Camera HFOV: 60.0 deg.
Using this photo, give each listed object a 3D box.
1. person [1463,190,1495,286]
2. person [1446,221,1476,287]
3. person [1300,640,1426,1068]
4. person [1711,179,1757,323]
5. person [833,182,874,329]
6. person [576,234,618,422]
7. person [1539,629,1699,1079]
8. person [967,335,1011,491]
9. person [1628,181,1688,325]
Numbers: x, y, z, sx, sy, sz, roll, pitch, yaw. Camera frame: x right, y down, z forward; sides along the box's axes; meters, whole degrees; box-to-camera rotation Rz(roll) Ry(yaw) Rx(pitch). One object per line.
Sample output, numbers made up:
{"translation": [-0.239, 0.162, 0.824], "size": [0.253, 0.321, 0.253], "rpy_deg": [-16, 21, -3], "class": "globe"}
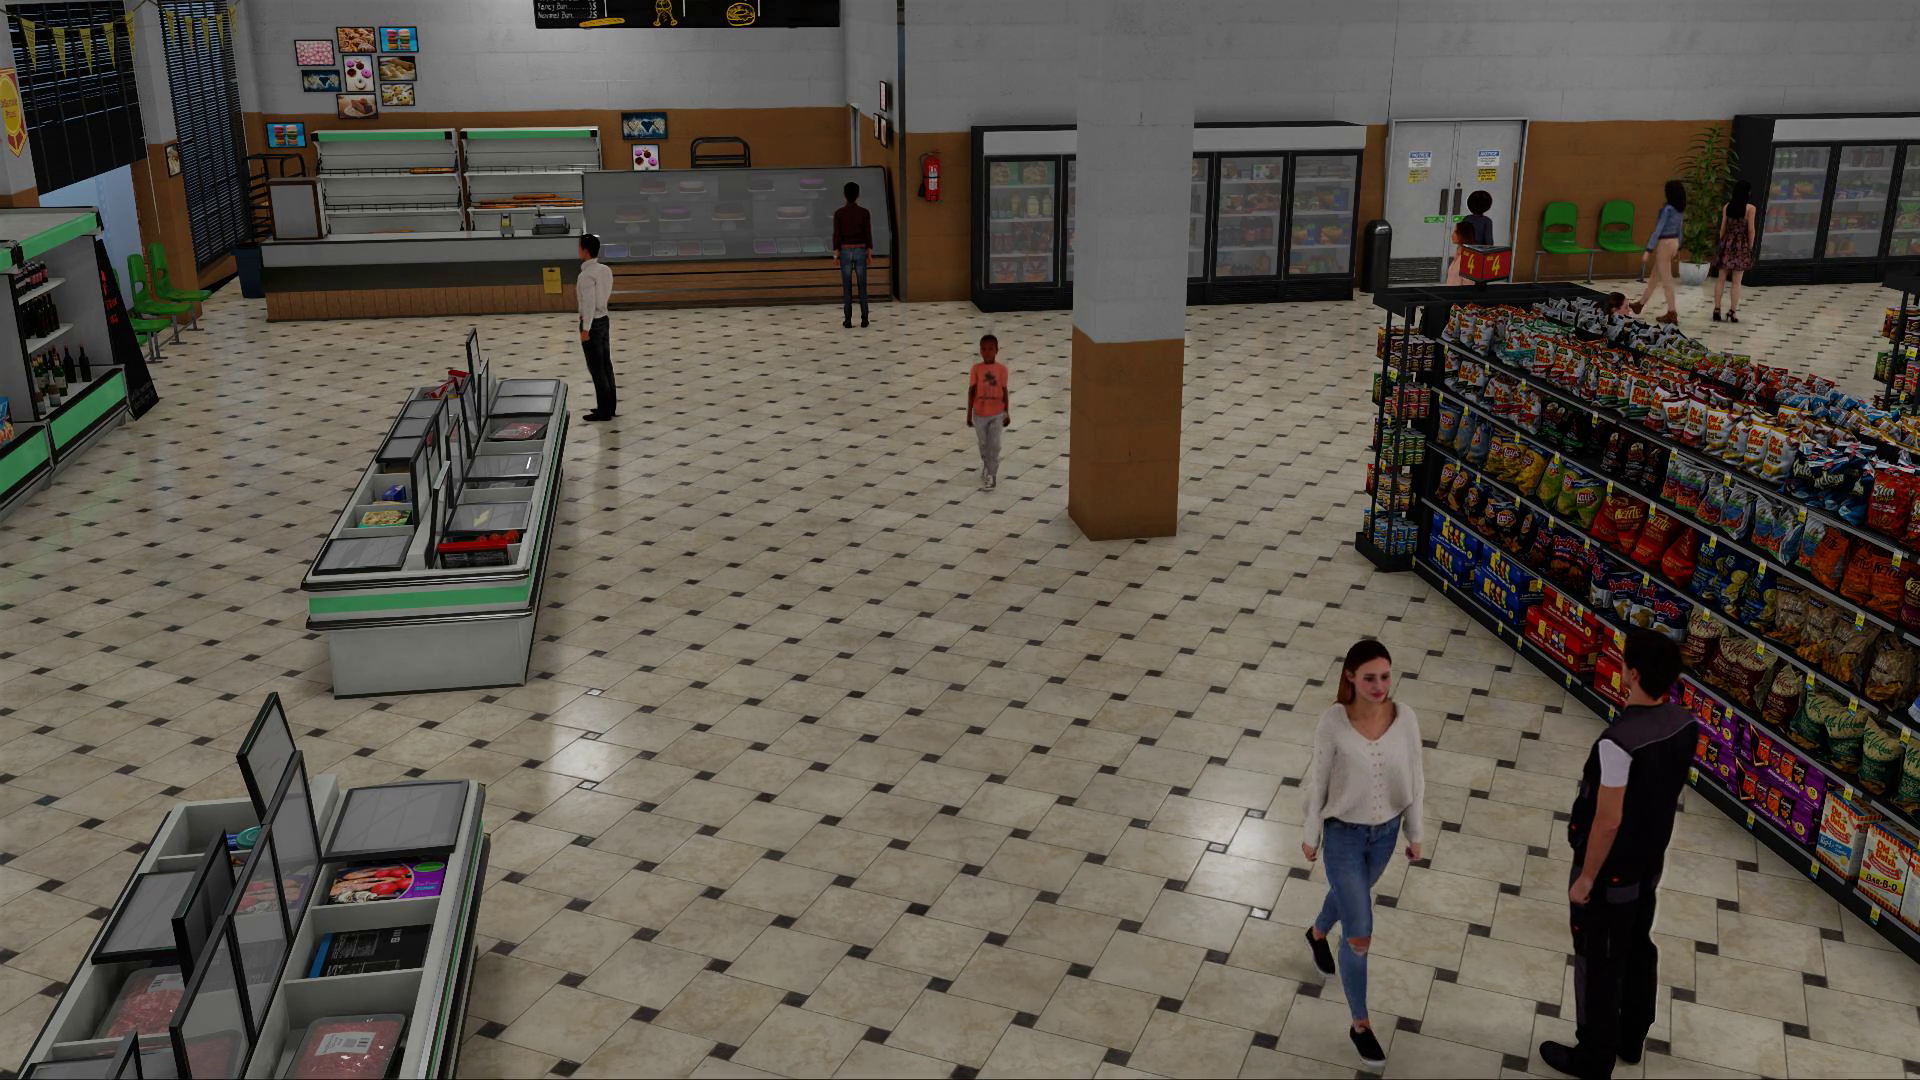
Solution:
{"translation": [6.273, -3.395, 20.281], "size": [0.630, 1.711, 0.720], "rpy_deg": [17, 25, 41], "class": "person"}
{"translation": [5.156, -2.393, 17.180], "size": [0.686, 1.792, 0.516], "rpy_deg": [0, 19, 1], "class": "person"}
{"translation": [1.596, 1.187, 6.782], "size": [0.621, 1.653, 1.085], "rpy_deg": [-4, 19, -10], "class": "person"}
{"translation": [9.716, -3.626, 20.866], "size": [0.860, 1.774, 0.783], "rpy_deg": [-17, 25, -41], "class": "person"}
{"translation": [-1.315, -3.517, 20.529], "size": [0.652, 1.782, 0.521], "rpy_deg": [-2, 19, -6], "class": "person"}
{"translation": [-3.544, -2.071, 16.195], "size": [0.795, 1.811, 0.620], "rpy_deg": [3, 19, 9], "class": "person"}
{"translation": [2.551, 1.218, 6.383], "size": [0.747, 1.848, 0.731], "rpy_deg": [-13, 22, -33], "class": "person"}
{"translation": [0.247, -1.102, 14.147], "size": [0.695, 1.284, 0.964], "rpy_deg": [3, 19, 8], "class": "person"}
{"translation": [8.869, -3.559, 20.710], "size": [0.921, 1.747, 1.113], "rpy_deg": [-14, 23, -36], "class": "person"}
